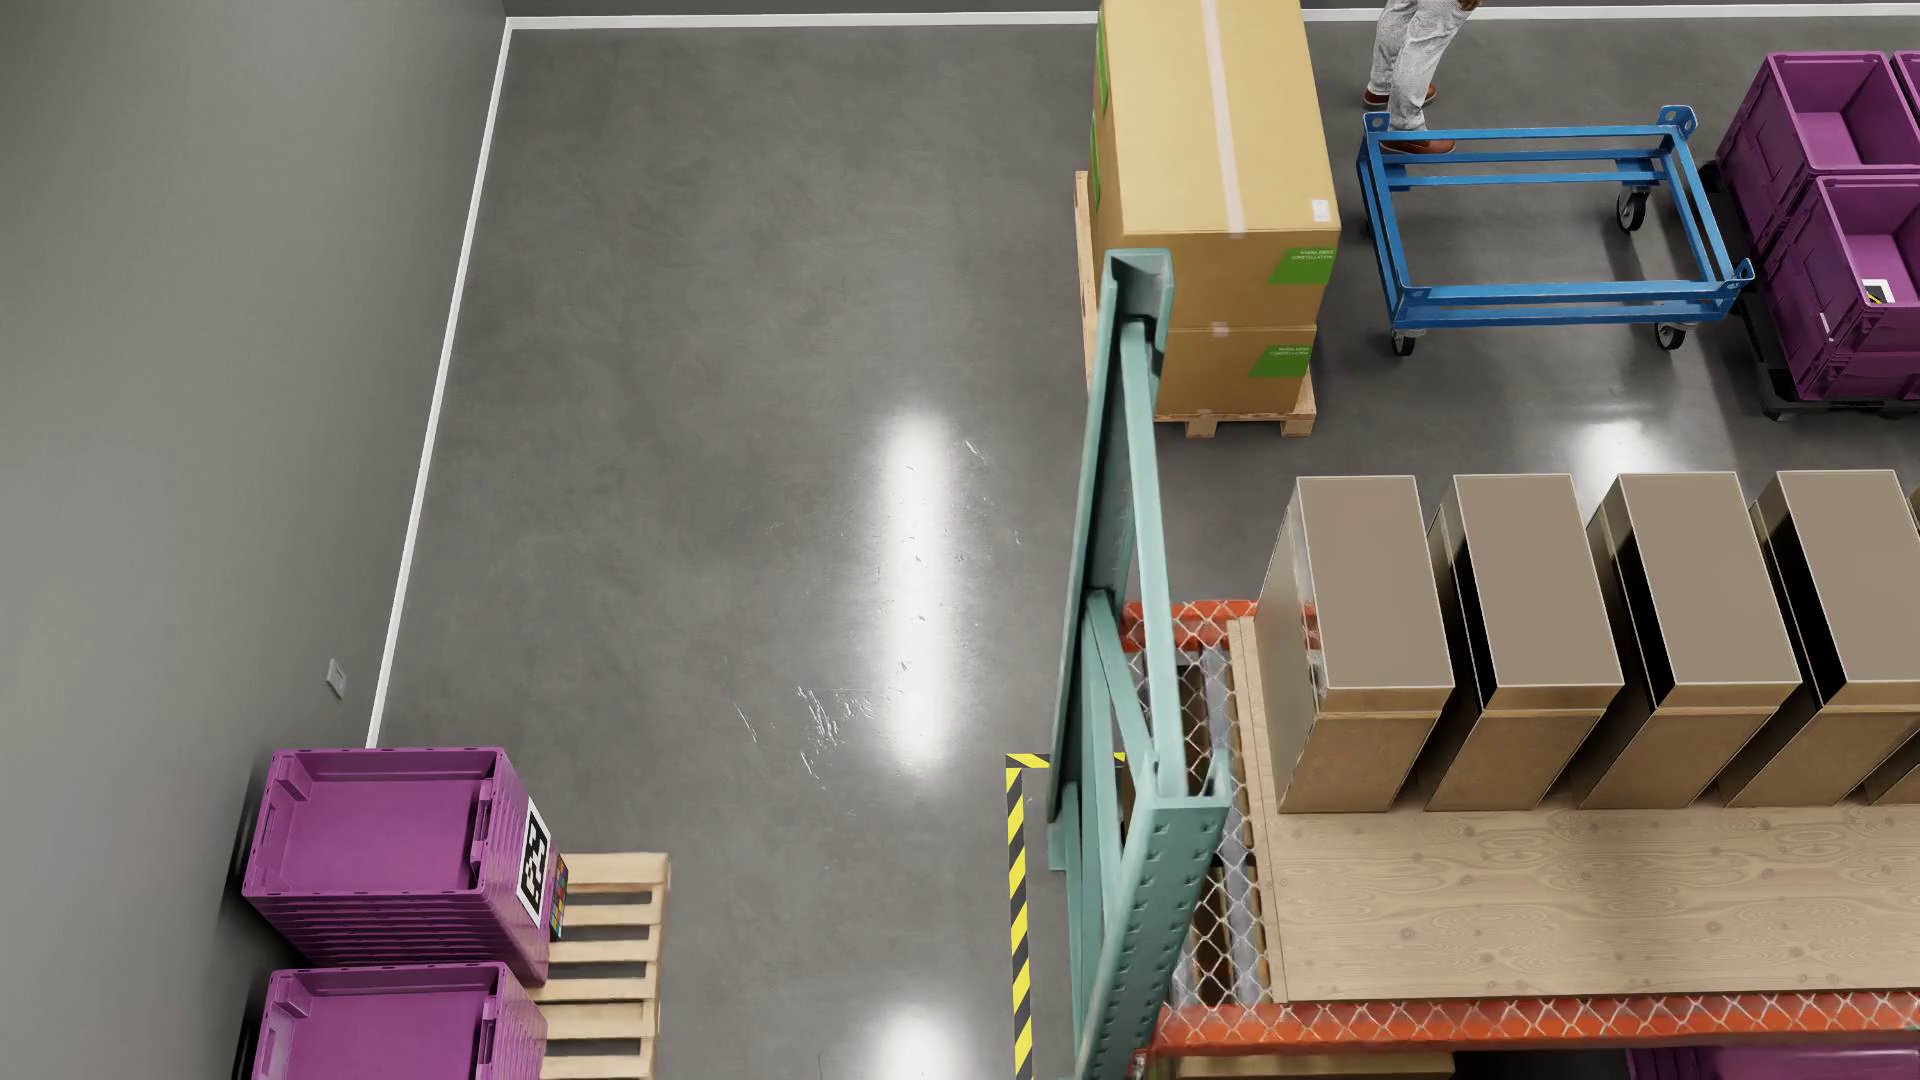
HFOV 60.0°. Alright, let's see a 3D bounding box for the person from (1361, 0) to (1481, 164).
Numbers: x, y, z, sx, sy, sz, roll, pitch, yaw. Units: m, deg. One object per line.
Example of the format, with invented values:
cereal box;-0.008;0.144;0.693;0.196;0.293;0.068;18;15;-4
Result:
person;1.819;-2.237;6.074;0.372;1.940;0.631;-3;58;-2
